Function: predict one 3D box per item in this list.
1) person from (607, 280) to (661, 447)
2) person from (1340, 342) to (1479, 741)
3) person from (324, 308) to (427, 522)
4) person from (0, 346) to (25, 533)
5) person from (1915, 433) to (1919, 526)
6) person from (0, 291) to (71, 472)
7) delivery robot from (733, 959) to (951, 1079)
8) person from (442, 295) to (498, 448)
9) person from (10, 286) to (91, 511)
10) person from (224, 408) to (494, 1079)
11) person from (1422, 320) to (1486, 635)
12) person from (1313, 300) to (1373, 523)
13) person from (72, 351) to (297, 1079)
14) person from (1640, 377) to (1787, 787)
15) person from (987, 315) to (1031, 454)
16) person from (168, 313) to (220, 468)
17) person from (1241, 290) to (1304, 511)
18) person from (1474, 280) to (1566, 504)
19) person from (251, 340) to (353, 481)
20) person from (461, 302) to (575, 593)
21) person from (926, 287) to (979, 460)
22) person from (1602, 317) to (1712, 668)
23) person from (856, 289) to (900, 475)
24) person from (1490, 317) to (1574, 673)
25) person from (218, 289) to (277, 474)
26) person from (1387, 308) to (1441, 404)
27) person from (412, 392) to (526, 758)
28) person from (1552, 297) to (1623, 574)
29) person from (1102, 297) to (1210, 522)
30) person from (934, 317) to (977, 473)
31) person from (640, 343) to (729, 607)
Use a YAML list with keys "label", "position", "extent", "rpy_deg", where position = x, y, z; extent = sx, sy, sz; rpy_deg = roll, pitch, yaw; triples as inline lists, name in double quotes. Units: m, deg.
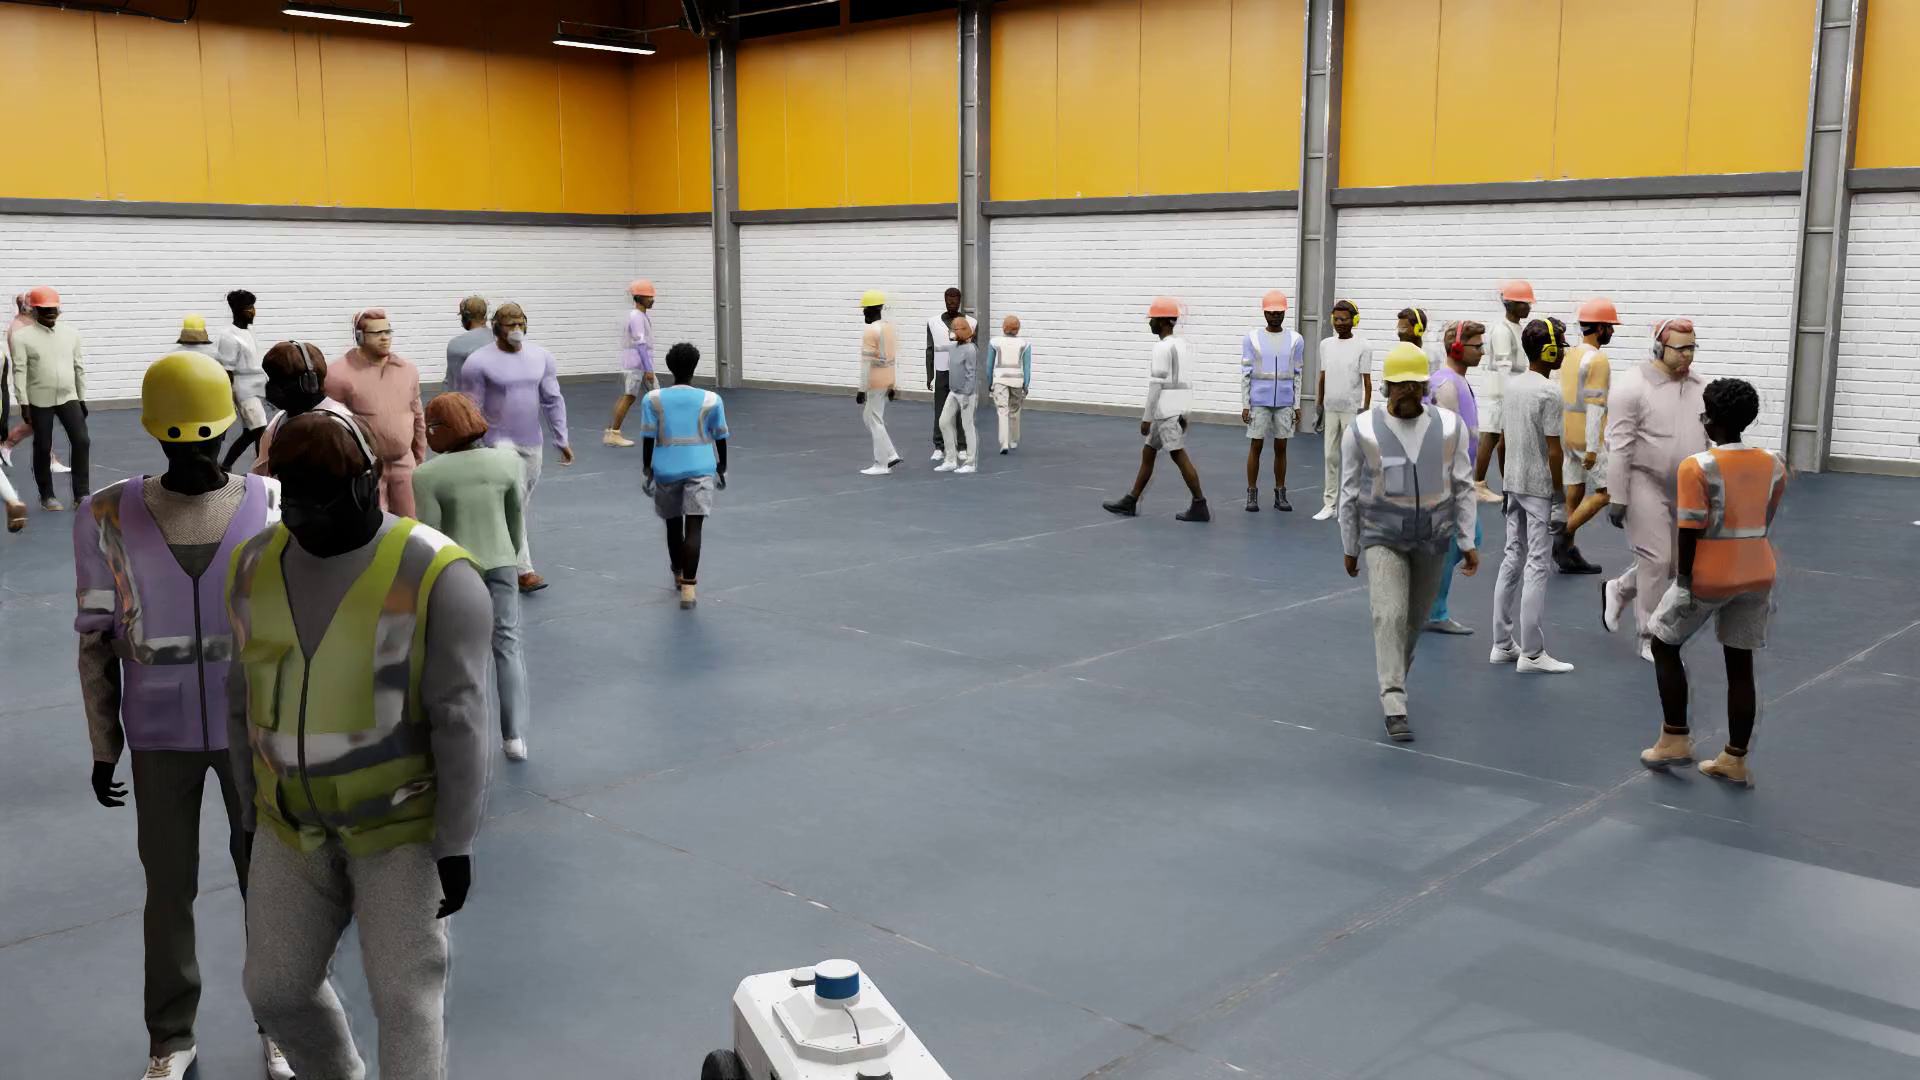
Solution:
- label: "person"
  position: [-3.721, -2.076, 19.709]
  extent: [1.066, 1.983, 0.636]
  rpy_deg: [0, 9, -2]
- label: "person"
  position: [2.077, -0.030, 7.770]
  extent: [0.596, 1.797, 0.901]
  rpy_deg: [0, 9, 0]
- label: "person"
  position: [-3.573, -0.472, 10.176]
  extent: [0.651, 1.889, 0.651]
  rpy_deg: [8, 12, 42]
- label: "person"
  position: [-7.683, -0.894, 12.941]
  extent: [0.611, 1.829, 0.640]
  rpy_deg: [5, 11, 28]
- label: "person"
  position: [8.103, -0.905, 13.598]
  extent: [0.520, 1.637, 0.310]
  rpy_deg: [-1, 9, -6]
- label: "person"
  position: [-9.681, -1.627, 17.241]
  extent: [0.693, 1.893, 0.640]
  rpy_deg: [-3, 10, -16]
- label: "delivery robot"
  position: [-0.274, 1.192, 3.749]
  extent: [0.477, 0.478, 0.707]
  rpy_deg: [-3, 10, -21]
- label: "person"
  position: [-3.845, -0.969, 13.139]
  extent: [0.777, 1.911, 0.627]
  rpy_deg: [5, 10, 27]
- label: "person"
  position: [-7.853, -1.210, 14.447]
  extent: [0.755, 1.964, 0.652]
  rpy_deg: [7, 12, 37]
- label: "person"
  position: [-1.322, 0.620, 3.670]
  extent: [0.659, 1.832, 0.444]
  rpy_deg: [2, 9, 10]
- label: "person"
  position: [2.838, -0.355, 9.654]
  extent: [0.433, 1.830, 0.577]
  rpy_deg: [4, 10, 25]
- label: "person"
  position: [3.193, -1.067, 13.913]
  extent: [0.342, 1.864, 0.529]
  rpy_deg: [-9, 13, -44]
- label: "person"
  position: [-1.924, 0.476, 4.266]
  extent: [0.584, 1.919, 0.375]
  rpy_deg: [-4, 10, -22]
- label: "person"
  position: [3.130, 0.168, 6.902]
  extent: [0.537, 1.677, 0.533]
  rpy_deg: [-2, 10, -14]
- label: "person"
  position: [0.568, -1.805, 19.268]
  extent: [0.505, 1.590, 0.893]
  rpy_deg: [0, 9, -2]
- label: "person"
  position: [-7.016, -1.219, 15.282]
  extent: [0.490, 1.720, 0.718]
  rpy_deg: [-3, 10, -16]
- label: "person"
  position: [2.730, -1.209, 14.543]
  extent: [0.545, 1.938, 0.362]
  rpy_deg: [0, 9, -3]
- label: "person"
  position: [5.010, -1.290, 14.810]
  extent: [0.930, 2.006, 0.647]
  rpy_deg: [6, 11, 35]
- label: "person"
  position: [-2.657, 0.102, 6.822]
  extent: [0.627, 1.836, 0.430]
  rpy_deg: [9, 13, 42]
- label: "person"
  position: [-2.878, -0.603, 10.958]
  extent: [0.642, 1.897, 0.958]
  rpy_deg: [-9, 13, -43]
- label: "person"
  position: [-0.087, -1.842, 18.493]
  extent: [0.591, 1.915, 0.392]
  rpy_deg: [0, 9, 1]
- label: "person"
  position: [3.775, -0.281, 9.078]
  extent: [0.651, 1.872, 0.749]
  rpy_deg: [-3, 10, -18]
- label: "person"
  position: [-0.873, -1.610, 17.100]
  extent: [0.416, 1.913, 0.585]
  rpy_deg: [3, 10, 18]
- label: "person"
  position: [3.032, -0.234, 8.771]
  extent: [0.328, 1.872, 0.514]
  rpy_deg: [-3, 10, -17]
- label: "person"
  position: [-6.693, -1.384, 15.605]
  extent: [0.858, 1.936, 0.616]
  rpy_deg: [-1, 9, -5]
- label: "person"
  position: [3.500, -0.887, 12.939]
  extent: [0.956, 1.809, 0.491]
  rpy_deg: [-1, 9, -9]
- label: "person"
  position: [-2.165, 0.140, 7.359]
  extent: [0.517, 1.582, 0.855]
  rpy_deg: [-6, 11, -33]
- label: "person"
  position: [4.287, -0.698, 11.445]
  extent: [0.464, 1.925, 0.543]
  rpy_deg: [-1, 9, -8]
- label: "person"
  position: [1.699, -1.097, 14.024]
  extent: [0.980, 1.884, 0.561]
  rpy_deg: [4, 10, 22]
- label: "person"
  position: [-0.060, -1.487, 17.195]
  extent: [0.523, 1.615, 0.516]
  rpy_deg: [-5, 11, -30]
- label: "person"
  position: [-1.750, -0.435, 10.658]
  extent: [0.549, 1.641, 0.874]
  rpy_deg: [-1, 9, -3]
